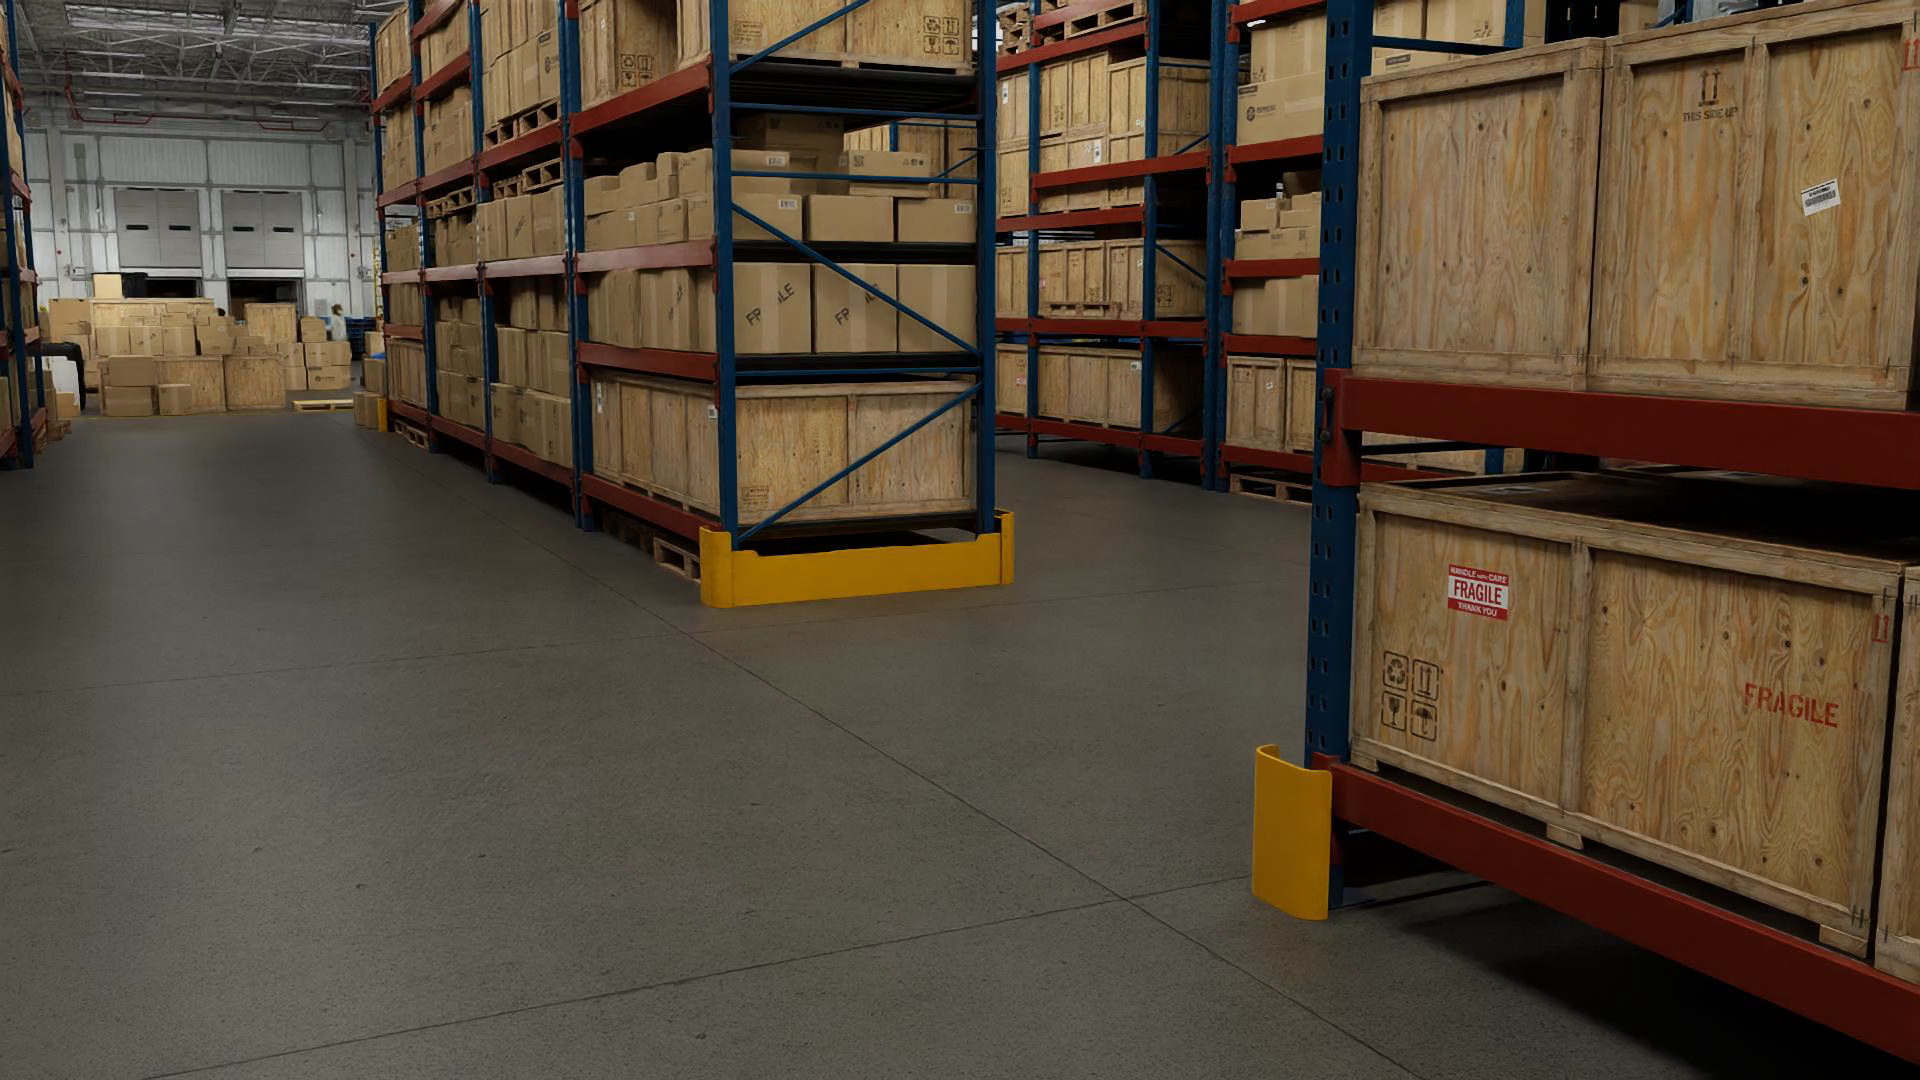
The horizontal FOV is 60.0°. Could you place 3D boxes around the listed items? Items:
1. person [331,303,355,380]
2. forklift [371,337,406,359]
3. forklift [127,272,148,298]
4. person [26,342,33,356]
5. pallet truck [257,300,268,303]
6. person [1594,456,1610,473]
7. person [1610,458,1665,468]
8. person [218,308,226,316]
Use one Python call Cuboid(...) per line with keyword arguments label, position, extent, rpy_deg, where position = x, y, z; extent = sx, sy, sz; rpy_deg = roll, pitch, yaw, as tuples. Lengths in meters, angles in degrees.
Cuboid(label="person", position=(-15.278, -4.897, 41.158), extent=(0.485, 1.918, 0.657), rpy_deg=(0, 8, 0))
Cuboid(label="forklift", position=(-9.287, -3.606, 28.953), extent=(1.129, 2.768, 1.873), rpy_deg=(3, 9, 18))
Cuboid(label="forklift", position=(-24.861, -6.718, 50.416), extent=(1.873, 2.768, 1.129), rpy_deg=(-8, 11, -43))
Cuboid(label="person", position=(-14.820, -2.780, 26.327), extent=(0.437, 1.978, 0.657), rpy_deg=(-6, 10, -36))
Cuboid(label="pallet truck", position=(-23.913, -7.404, 58.171), extent=(1.885, 1.965, 0.823), rpy_deg=(-1, 8, -9))
Cuboid(label="person", position=(4.912, -0.716, 13.133), extent=(0.787, 1.662, 0.535), rpy_deg=(-4, 9, -26))
Cuboid(label="person", position=(4.320, -0.368, 10.072), extent=(0.675, 1.872, 0.847), rpy_deg=(5, 10, 33))
Cuboid(label="person", position=(-15.333, -3.889, 34.500), extent=(0.628, 1.838, 0.428), rpy_deg=(7, 11, 41))
